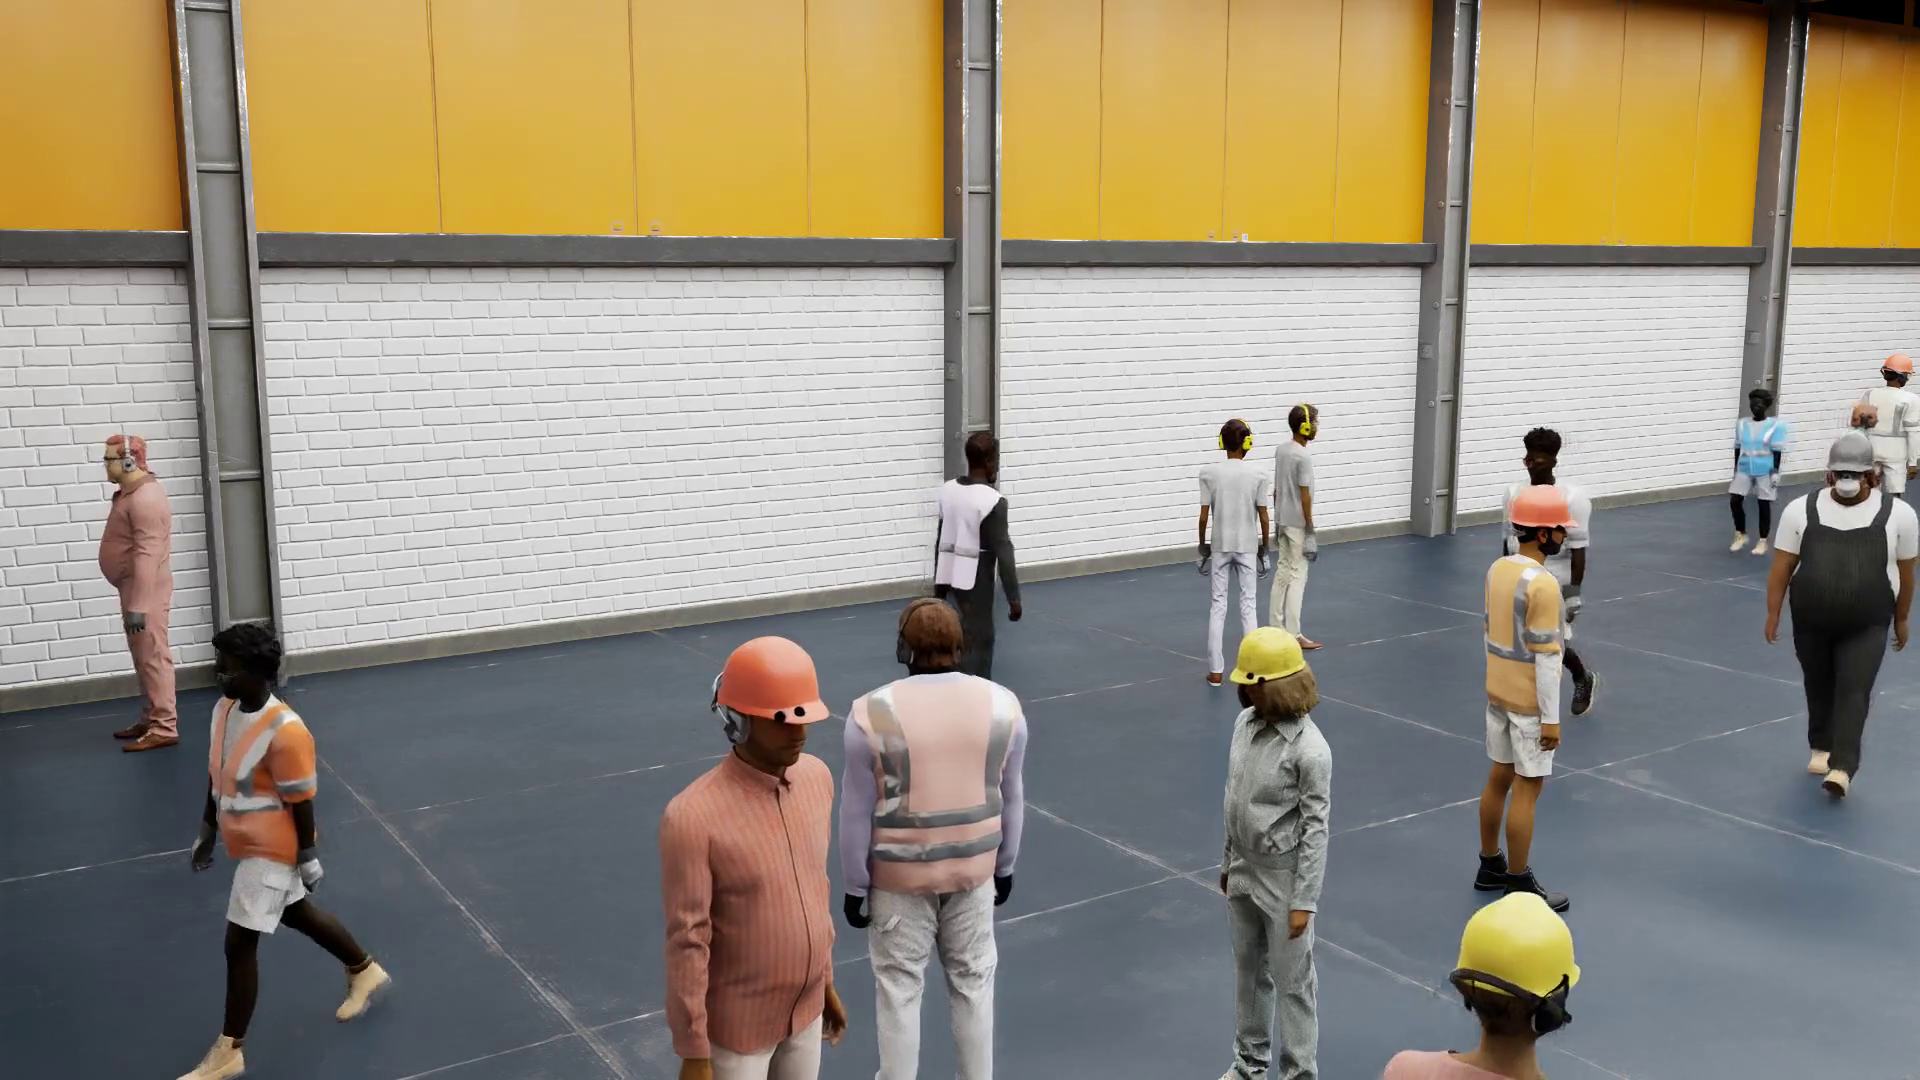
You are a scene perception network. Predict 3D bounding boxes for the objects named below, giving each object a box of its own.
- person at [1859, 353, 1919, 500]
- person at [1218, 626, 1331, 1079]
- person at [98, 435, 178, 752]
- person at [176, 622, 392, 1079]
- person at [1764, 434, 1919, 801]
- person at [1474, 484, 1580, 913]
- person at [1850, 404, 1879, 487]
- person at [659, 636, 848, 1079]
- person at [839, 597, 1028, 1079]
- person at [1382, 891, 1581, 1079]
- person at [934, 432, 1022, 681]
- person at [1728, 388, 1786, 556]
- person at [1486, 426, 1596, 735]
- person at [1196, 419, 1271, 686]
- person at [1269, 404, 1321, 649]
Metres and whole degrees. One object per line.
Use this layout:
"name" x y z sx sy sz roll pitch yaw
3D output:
"person" 9.193 -0.824 16.467 0.391 2.040 0.615 -5 11 -29
"person" 1.022 1.137 5.568 0.304 1.739 0.485 -5 11 -26
"person" -4.942 0.316 10.009 0.402 1.905 0.699 -6 11 -30
"person" -2.496 1.091 6.102 0.872 1.662 0.526 -9 13 -44
"person" 4.842 0.381 9.209 0.704 2.000 1.015 7 12 36
"person" 2.578 0.710 7.542 0.358 1.937 0.549 -1 10 -9
"person" 8.446 -0.459 15.535 0.670 1.614 0.539 5 11 29
"person" -0.501 1.219 4.307 0.400 1.989 0.623 6 11 33
"person" -0.094 1.098 5.526 0.636 1.837 0.429 -3 10 -19
"person" 0.988 1.533 3.152 0.725 1.745 0.527 -8 12 -40
"person" 0.171 0.281 10.236 0.702 1.893 0.632 -6 11 -34
"person" 7.955 -0.669 16.627 0.453 1.683 0.544 -8 12 -39
"person" 3.661 0.246 10.354 0.836 1.938 0.610 -7 12 -37
"person" 1.892 0.091 11.493 0.519 1.865 0.326 3 10 15
"person" 2.550 -0.101 12.666 0.339 1.862 0.540 -3 10 -15
